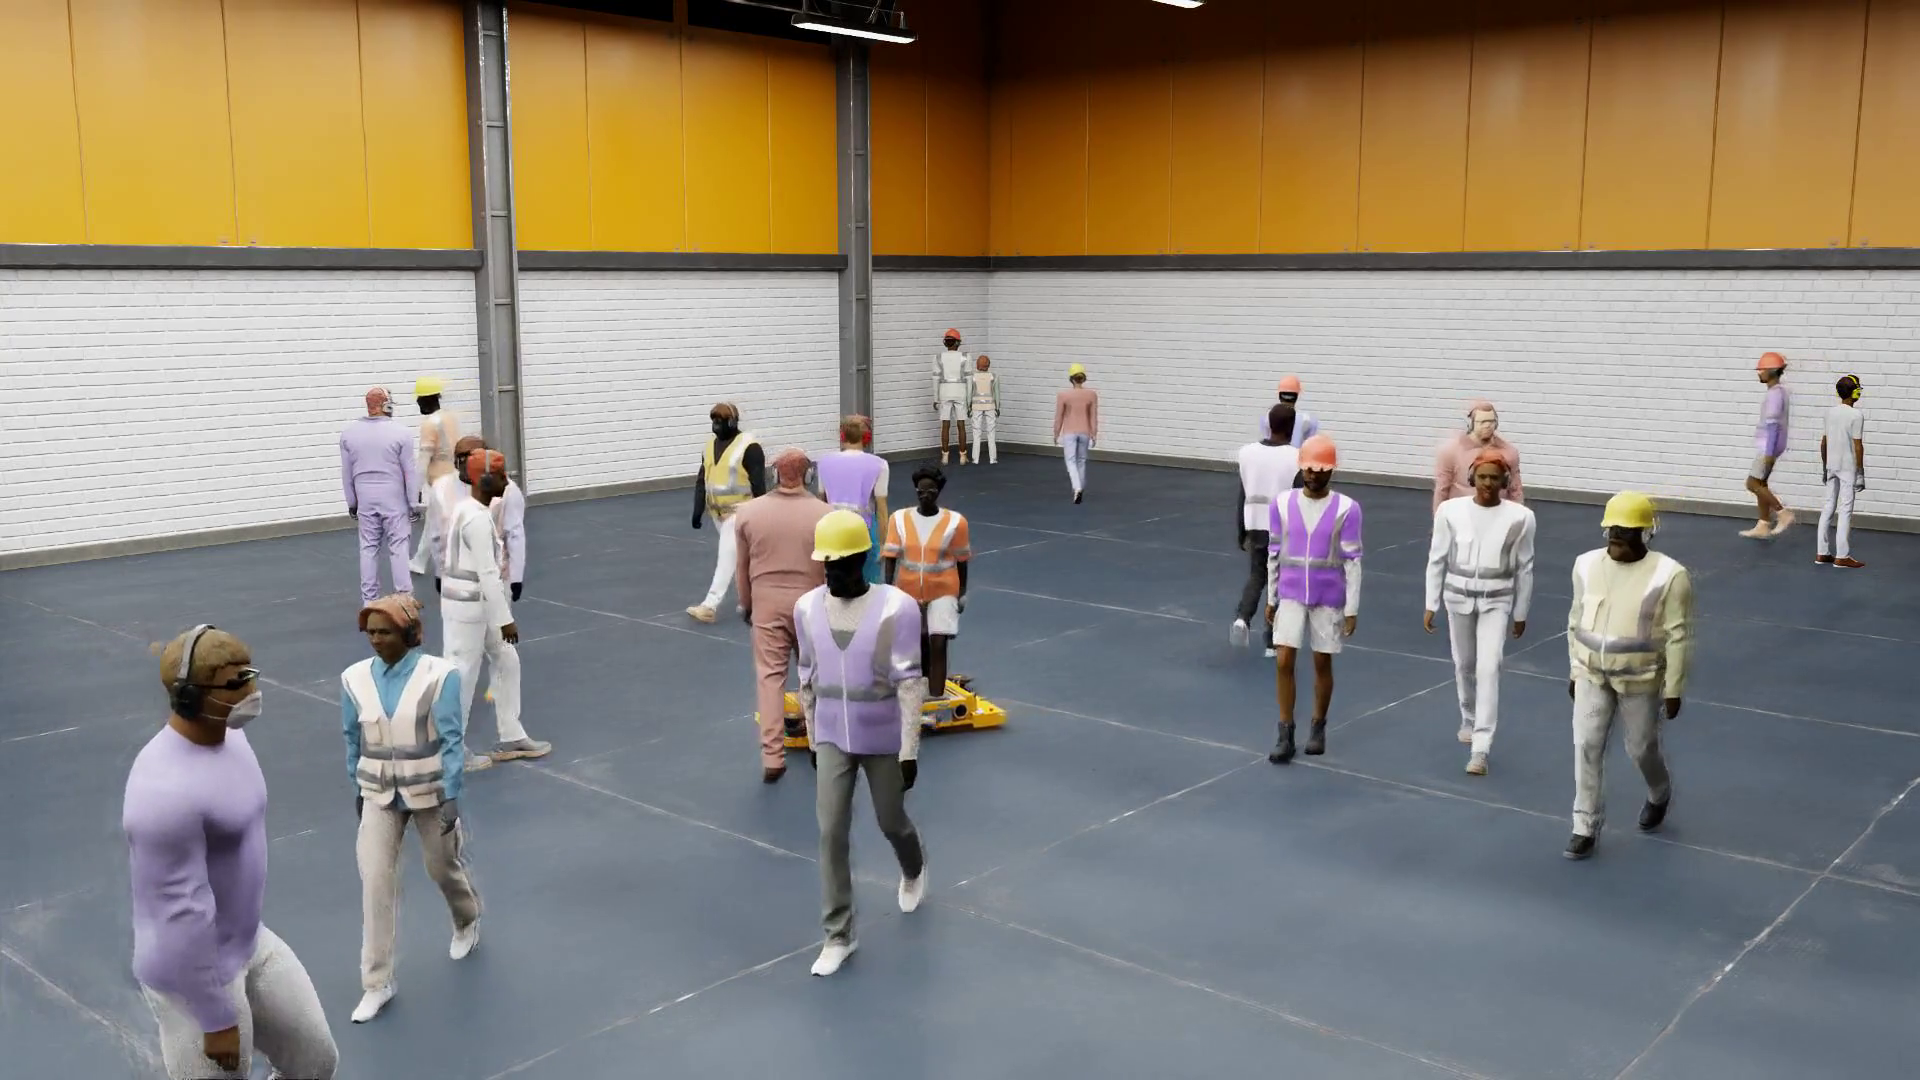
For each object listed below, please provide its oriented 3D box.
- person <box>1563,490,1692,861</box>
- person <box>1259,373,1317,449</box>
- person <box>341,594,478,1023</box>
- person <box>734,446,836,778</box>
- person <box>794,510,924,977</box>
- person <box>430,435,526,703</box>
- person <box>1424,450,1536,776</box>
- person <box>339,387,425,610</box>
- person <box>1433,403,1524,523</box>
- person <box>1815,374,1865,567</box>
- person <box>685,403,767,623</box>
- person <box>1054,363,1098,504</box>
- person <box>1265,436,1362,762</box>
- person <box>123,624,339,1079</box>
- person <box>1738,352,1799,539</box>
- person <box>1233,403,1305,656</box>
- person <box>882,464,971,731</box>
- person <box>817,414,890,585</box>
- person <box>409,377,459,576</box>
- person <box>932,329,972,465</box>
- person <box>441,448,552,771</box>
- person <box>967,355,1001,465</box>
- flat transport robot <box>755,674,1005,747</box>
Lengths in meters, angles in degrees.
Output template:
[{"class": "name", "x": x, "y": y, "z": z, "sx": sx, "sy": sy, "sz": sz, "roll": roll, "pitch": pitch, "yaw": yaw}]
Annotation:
[{"class": "person", "x": 3.296, "y": 0.637, "z": 8.205, "sx": 0.599, "sy": 1.808, "sz": 0.812, "roll": 9, "pitch": 13, "yaw": 44}, {"class": "person", "x": 3.091, "y": -0.606, "z": 15.691, "sx": 0.549, "sy": 1.916, "sz": 0.770, "roll": 1, "pitch": 9, "yaw": 6}, {"class": "person", "x": -2.169, "y": 0.993, "z": 6.586, "sx": 0.513, "sy": 1.607, "sz": 0.786, "roll": 1, "pitch": 9, "yaw": 4}, {"class": "person", "x": -0.977, "y": 0.390, "z": 9.597, "sx": 0.645, "sy": 1.859, "sz": 0.983, "roll": 0, "pitch": 9, "yaw": 1}, {"class": "person", "x": -0.389, "y": 0.788, "z": 7.013, "sx": 0.595, "sy": 1.897, "sz": 0.869, "roll": 3, "pitch": 9, "yaw": 17}, {"class": "person", "x": -3.136, "y": 0.235, "z": 10.730, "sx": 0.661, "sy": 1.794, "sz": 0.935, "roll": 0, "pitch": 9, "yaw": 1}, {"class": "person", "x": 3.049, "y": 0.378, "z": 9.763, "sx": 0.579, "sy": 1.838, "sz": 0.998, "roll": 4, "pitch": 10, "yaw": 25}, {"class": "person", "x": -4.827, "y": -0.330, "z": 13.957, "sx": 0.652, "sy": 1.904, "sz": 0.402, "roll": 1, "pitch": 9, "yaw": 6}, {"class": "person", "x": 4.033, "y": -0.133, "z": 12.878, "sx": 0.664, "sy": 1.852, "sz": 0.986, "roll": -1, "pitch": 9, "yaw": -5}, {"class": "person", "x": 8.606, "y": -0.668, "z": 16.189, "sx": 0.328, "sy": 1.872, "sz": 0.512, "roll": -3, "pitch": 9, "yaw": -16}, {"class": "person", "x": -1.937, "y": -0.234, "z": 13.720, "sx": 0.649, "sy": 1.786, "sz": 0.971, "roll": 8, "pitch": 12, "yaw": 41}, {"class": "person", "x": 1.469, "y": -1.321, "z": 20.734, "sx": 0.526, "sy": 1.750, "sz": 0.769, "roll": -2, "pitch": 9, "yaw": -12}, {"class": "person", "x": 2.032, "y": 0.355, "z": 9.655, "sx": 0.558, "sy": 1.906, "sz": 0.764, "roll": 3, "pitch": 10, "yaw": 20}, {"class": "person", "x": -1.936, "y": 1.166, "z": 4.531, "sx": 0.649, "sy": 1.911, "sz": 0.654, "roll": -1, "pitch": 9, "yaw": -7}, {"class": "person", "x": 8.634, "y": -0.991, "z": 17.736, "sx": 0.479, "sy": 2.020, "sz": 0.630, "roll": 4, "pitch": 10, "yaw": 25}, {"class": "person", "x": 2.287, "y": -0.063, "z": 12.285, "sx": 0.608, "sy": 1.900, "sz": 0.507, "roll": 7, "pitch": 11, "yaw": 37}, {"class": "person", "x": -0.224, "y": 0.351, "z": 10.428, "sx": 0.537, "sy": 1.654, "sz": 0.894, "roll": 2, "pitch": 9, "yaw": 15}, {"class": "person", "x": -0.766, "y": -0.036, "z": 12.421, "sx": 0.599, "sy": 1.798, "sz": 0.937, "roll": 3, "pitch": 9, "yaw": 16}, {"class": "person", "x": -4.934, "y": -0.563, "z": 15.441, "sx": 0.806, "sy": 1.890, "sz": 0.612, "roll": 0, "pitch": 9, "yaw": 2}, {"class": "person", "x": -0.107, "y": -2.135, "z": 24.886, "sx": 0.605, "sy": 2.034, "sz": 0.392, "roll": 0, "pitch": 9, "yaw": 3}, {"class": "person", "x": -2.656, "y": 0.407, "z": 9.498, "sx": 0.792, "sy": 1.855, "sz": 0.577, "roll": -3, "pitch": 9, "yaw": -15}, {"class": "person", "x": 0.354, "y": -1.939, "z": 24.886, "sx": 0.511, "sy": 1.641, "sz": 0.309, "roll": 0, "pitch": 9, "yaw": 2}, {"class": "flat transport robot", "x": -0.504, "y": 1.052, "z": 10.392, "sx": 1.431, "sy": 0.197, "sz": 0.652, "roll": -4, "pitch": 10, "yaw": -23}]
